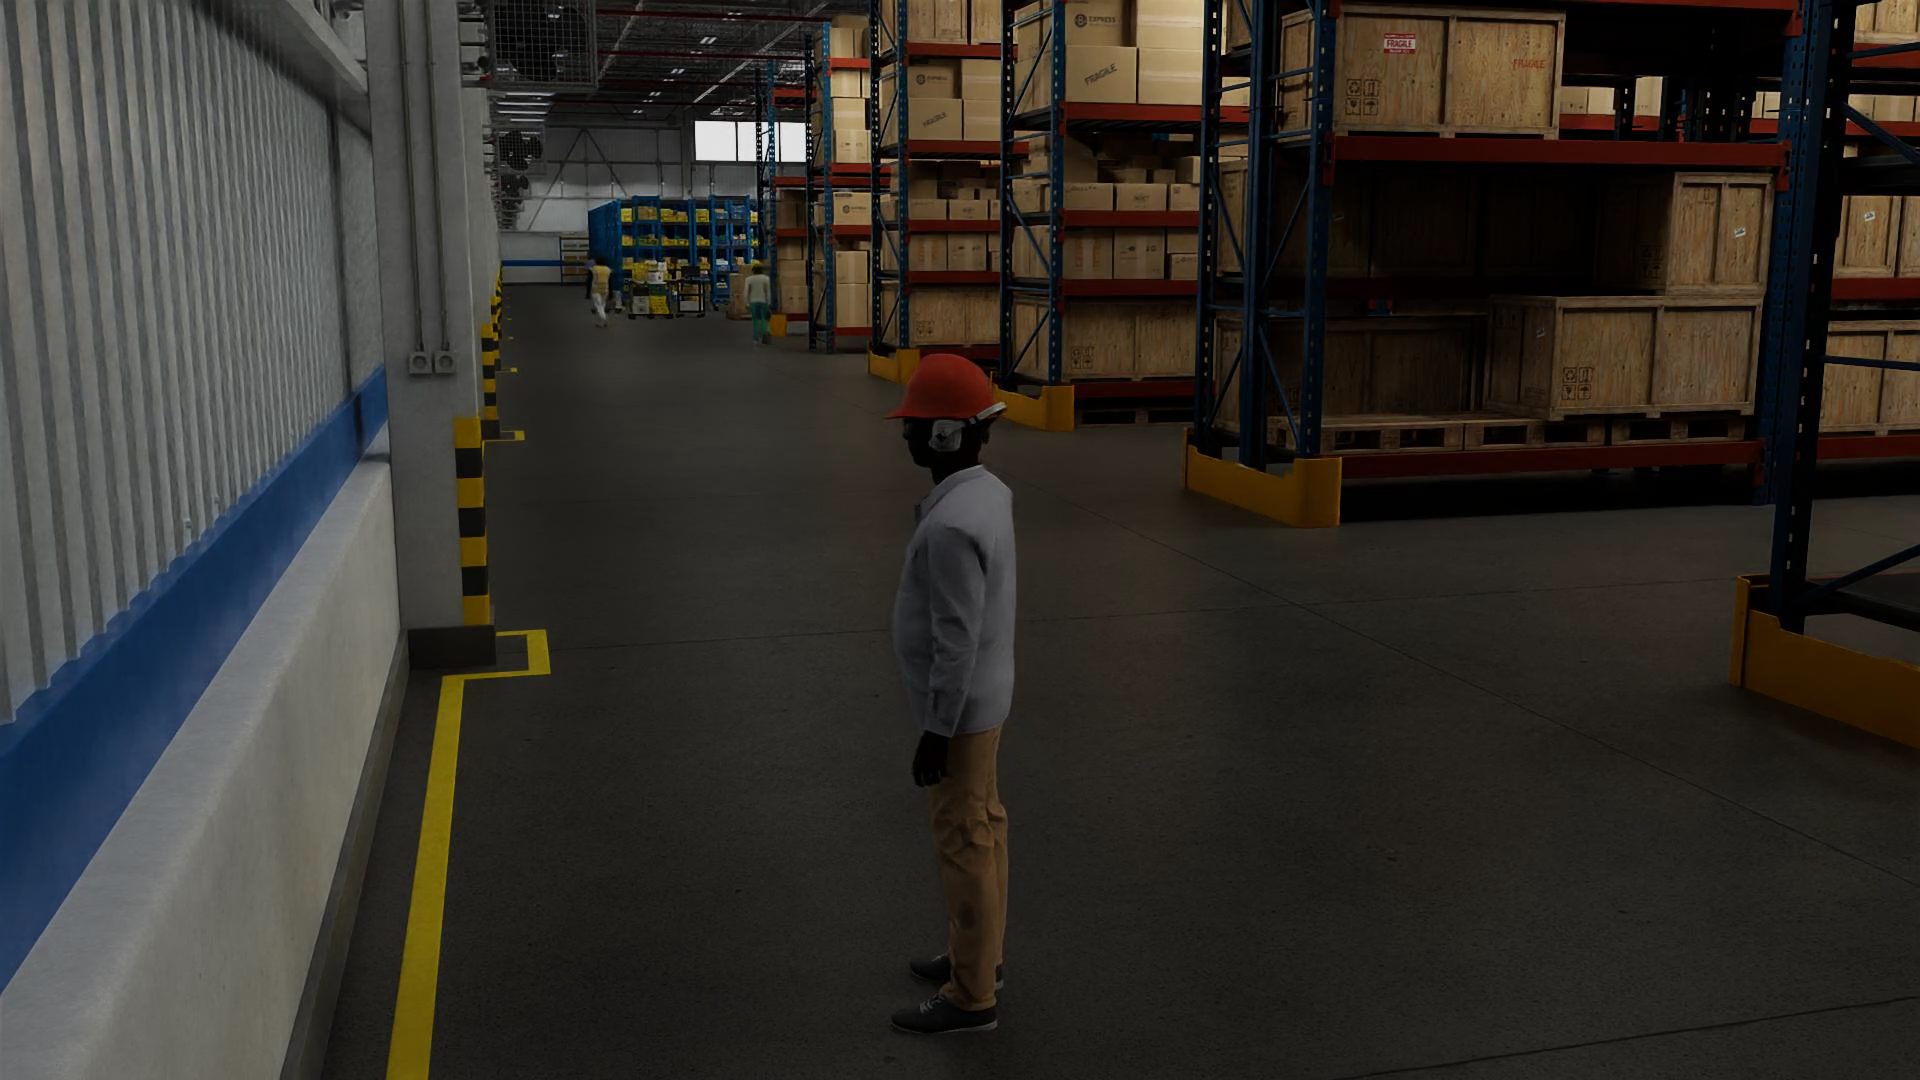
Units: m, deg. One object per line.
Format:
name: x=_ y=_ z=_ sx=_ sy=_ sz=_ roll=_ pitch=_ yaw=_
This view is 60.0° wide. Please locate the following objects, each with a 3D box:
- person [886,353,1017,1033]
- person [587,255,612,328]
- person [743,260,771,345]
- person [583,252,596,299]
person: x=-0.026 y=0.397 z=4.308 sx=0.327 sy=1.753 sz=0.563 roll=2 pitch=10 yaw=9
person: x=-8.847 y=-6.100 z=40.926 sx=0.629 sy=1.823 sz=0.784 roll=-9 pitch=14 yaw=-42
person: x=-4.203 y=-4.906 z=34.337 sx=0.554 sy=1.740 sz=0.685 roll=-3 pitch=11 yaw=-19
person: x=-14.236 y=-10.204 z=64.151 sx=0.616 sy=1.817 sz=0.523 roll=4 pitch=11 yaw=24
